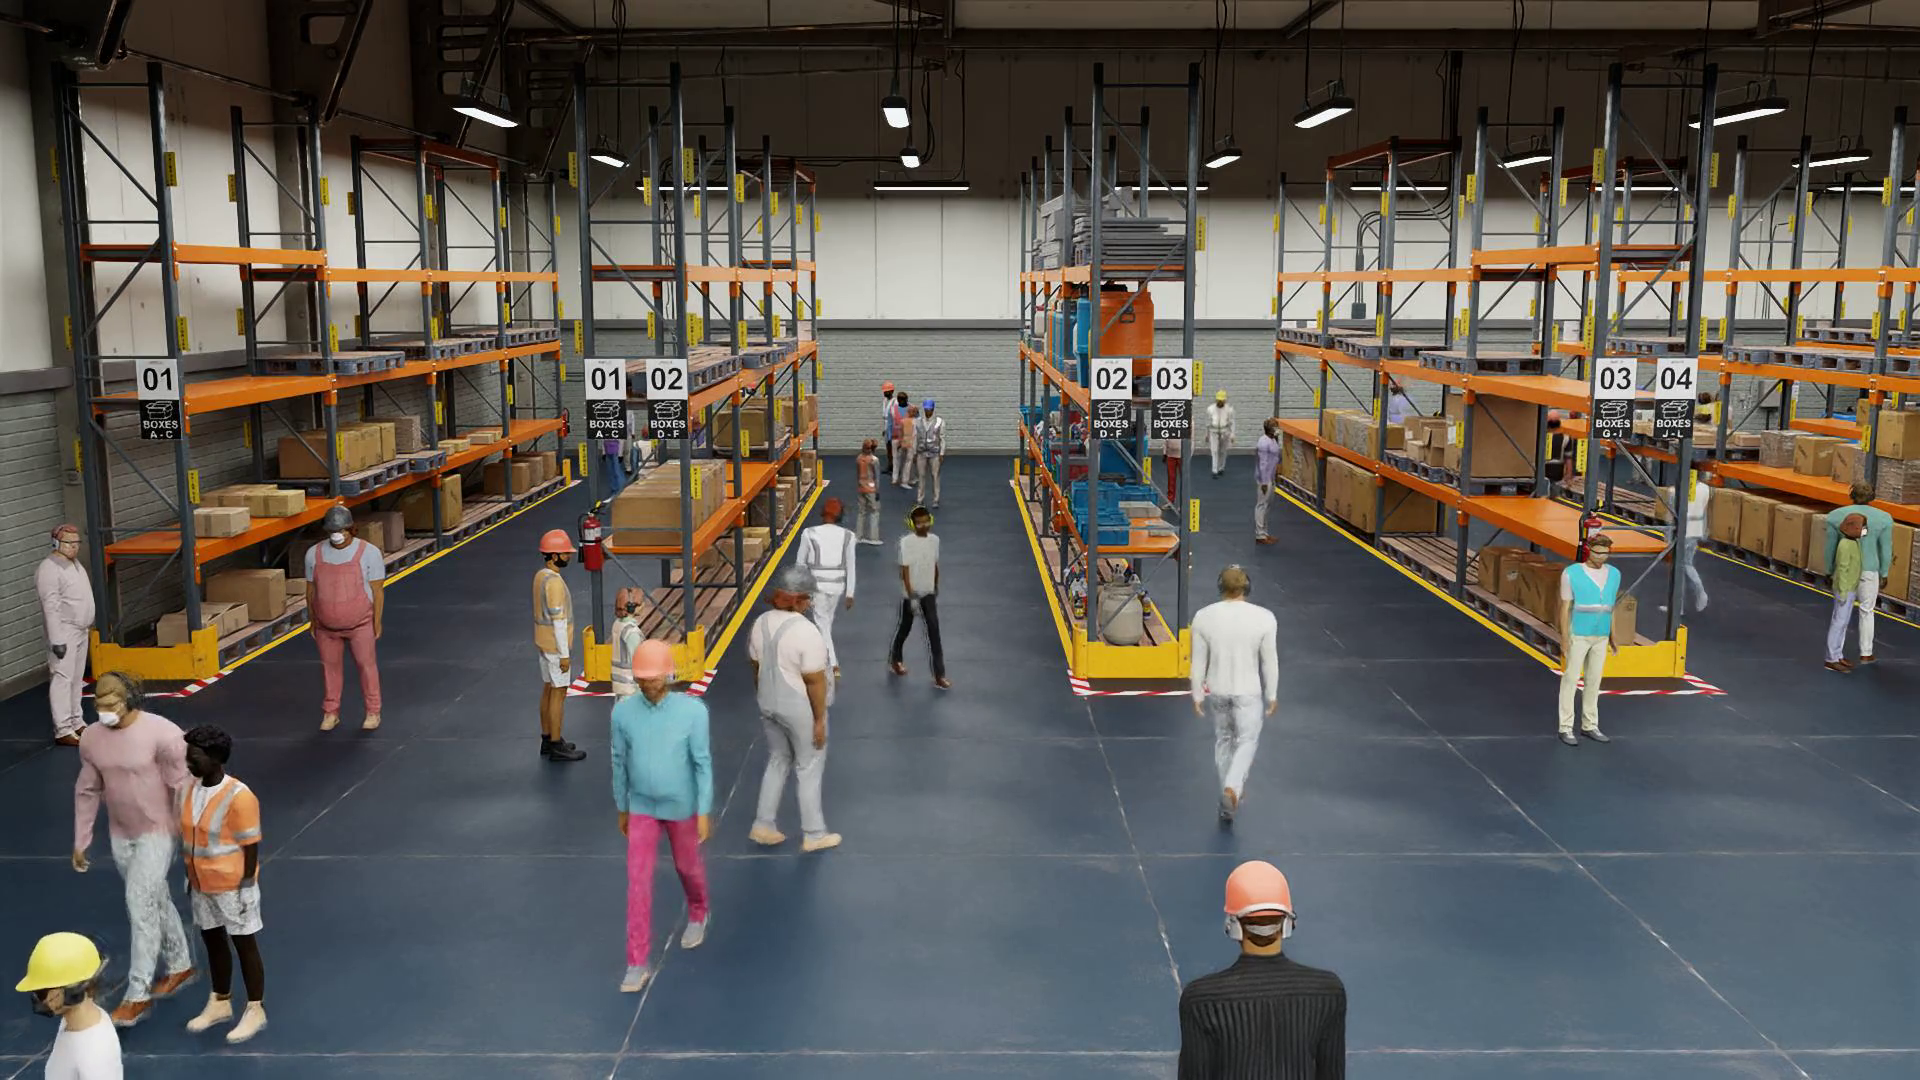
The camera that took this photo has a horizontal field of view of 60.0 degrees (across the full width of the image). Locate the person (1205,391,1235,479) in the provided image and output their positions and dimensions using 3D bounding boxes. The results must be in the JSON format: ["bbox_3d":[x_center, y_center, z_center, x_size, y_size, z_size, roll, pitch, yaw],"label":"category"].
[{"bbox_3d":[5.276,-2.142,33.767,0.594,1.778,0.976,1,9,9],"label":"person"}]

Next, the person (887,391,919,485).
[{"bbox_3d":[-1.121,-1.998,32.634,0.633,1.841,0.429,0,9,3],"label":"person"}]

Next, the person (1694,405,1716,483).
[{"bbox_3d":[13.621,-1.628,30.577,0.497,1.727,0.400,1,9,8],"label":"person"}]

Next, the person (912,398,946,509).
[{"bbox_3d":[-0.553,-1.523,29.229,0.603,1.950,0.380,2,9,13],"label":"person"}]

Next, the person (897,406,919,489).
[{"bbox_3d":[-0.932,-1.796,32.157,0.568,1.585,0.885,6,11,35],"label":"person"}]

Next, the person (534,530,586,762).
[{"bbox_3d":[-3.347,0.872,13.864,0.361,1.935,0.553,-5,10,-28],"label":"person"}]

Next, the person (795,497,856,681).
[{"bbox_3d":[-1.324,0.488,16.686,0.600,1.834,1.007,-4,10,-22],"label":"person"}]

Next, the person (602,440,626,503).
[{"bbox_3d":[-6.230,-1.591,29.771,0.391,1.919,0.584,-9,12,-44],"label":"person"}]

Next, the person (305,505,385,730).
[{"bbox_3d":[-5.469,0.682,14.759,0.685,2.000,0.535,-1,9,-4],"label":"person"}]

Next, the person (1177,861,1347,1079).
[{"bbox_3d":[1.039,2.098,5.827,0.610,1.986,0.392,-1,9,-8],"label":"person"}]

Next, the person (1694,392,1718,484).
[{"bbox_3d":[14.736,-2.016,32.846,0.643,1.815,0.438,-4,10,-22],"label":"person"}]

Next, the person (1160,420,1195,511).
[{"bbox_3d":[3.780,-1.493,28.895,0.611,1.995,0.375,7,11,39],"label":"person"}]

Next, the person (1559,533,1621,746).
[{"bbox_3d":[5.420,0.844,14.364,0.564,1.838,0.388,-3,9,-16],"label":"person"}]

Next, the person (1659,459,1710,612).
[{"bbox_3d":[8.645,-0.041,19.823,0.608,1.908,0.518,-3,9,-19],"label":"person"}]

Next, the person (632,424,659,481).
[{"bbox_3d":[-5.124,-1.083,27.393,0.523,1.639,0.306,-2,9,-10],"label":"person"}]

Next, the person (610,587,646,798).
[{"bbox_3d":[-2.542,1.175,12.870,0.306,1.640,0.521,-5,10,-27],"label":"person"}]

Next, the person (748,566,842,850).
[{"bbox_3d":[-1.158,1.165,11.652,0.727,2.000,0.621,8,12,44],"label":"person"}]

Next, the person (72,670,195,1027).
[{"bbox_3d":[-4.517,1.645,8.983,0.658,1.901,0.872,3,9,16],"label":"person"}]

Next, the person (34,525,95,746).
[{"bbox_3d":[-7.675,0.813,14.362,0.403,1.904,0.637,-1,9,-7],"label":"person"}]

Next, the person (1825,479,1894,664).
[{"bbox_3d":[9.354,0.330,17.354,0.631,1.940,0.372,5,10,32],"label":"person"}]

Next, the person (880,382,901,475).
[{"bbox_3d":[-1.445,-2.297,34.292,0.391,1.928,0.553,-6,10,-32],"label":"person"}]

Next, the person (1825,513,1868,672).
[{"bbox_3d":[9.102,0.527,17.058,0.268,1.632,0.507,7,11,39],"label":"person"}]

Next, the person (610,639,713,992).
[{"bbox_3d":[-1.721,1.522,9.633,0.619,1.960,0.938,1,9,4],"label":"person"}]

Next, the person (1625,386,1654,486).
[{"bbox_3d":[13.319,-2.027,32.514,0.602,1.939,0.397,-3,9,-16],"label":"person"}]

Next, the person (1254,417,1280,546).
[{"bbox_3d":[4.662,-0.893,25.216,0.378,1.940,0.628,4,10,23],"label":"person"}]

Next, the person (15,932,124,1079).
[{"bbox_3d":[-2.982,2.206,5.874,0.517,1.757,0.529,-6,10,-32],"label":"person"}]

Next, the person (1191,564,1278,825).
[{"bbox_3d":[2.010,1.131,12.281,0.637,1.919,0.824,4,10,24],"label":"person"}]

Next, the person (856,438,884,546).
[{"bbox_3d":[-1.382,-0.726,25.133,0.521,1.629,0.330,8,12,43],"label":"person"}]

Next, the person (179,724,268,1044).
[{"bbox_3d":[-3.885,1.790,8.734,0.540,1.695,0.317,5,10,28],"label":"person"}]

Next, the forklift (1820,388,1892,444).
[{"bbox_3d":[20.072,-3.110,36.462,1.873,2.768,1.129,0,9,0],"label":"forklift"}]

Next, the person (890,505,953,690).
[{"bbox_3d":[-0.413,0.534,16.503,0.489,1.810,1.045,-5,10,-30],"label":"person"}]
